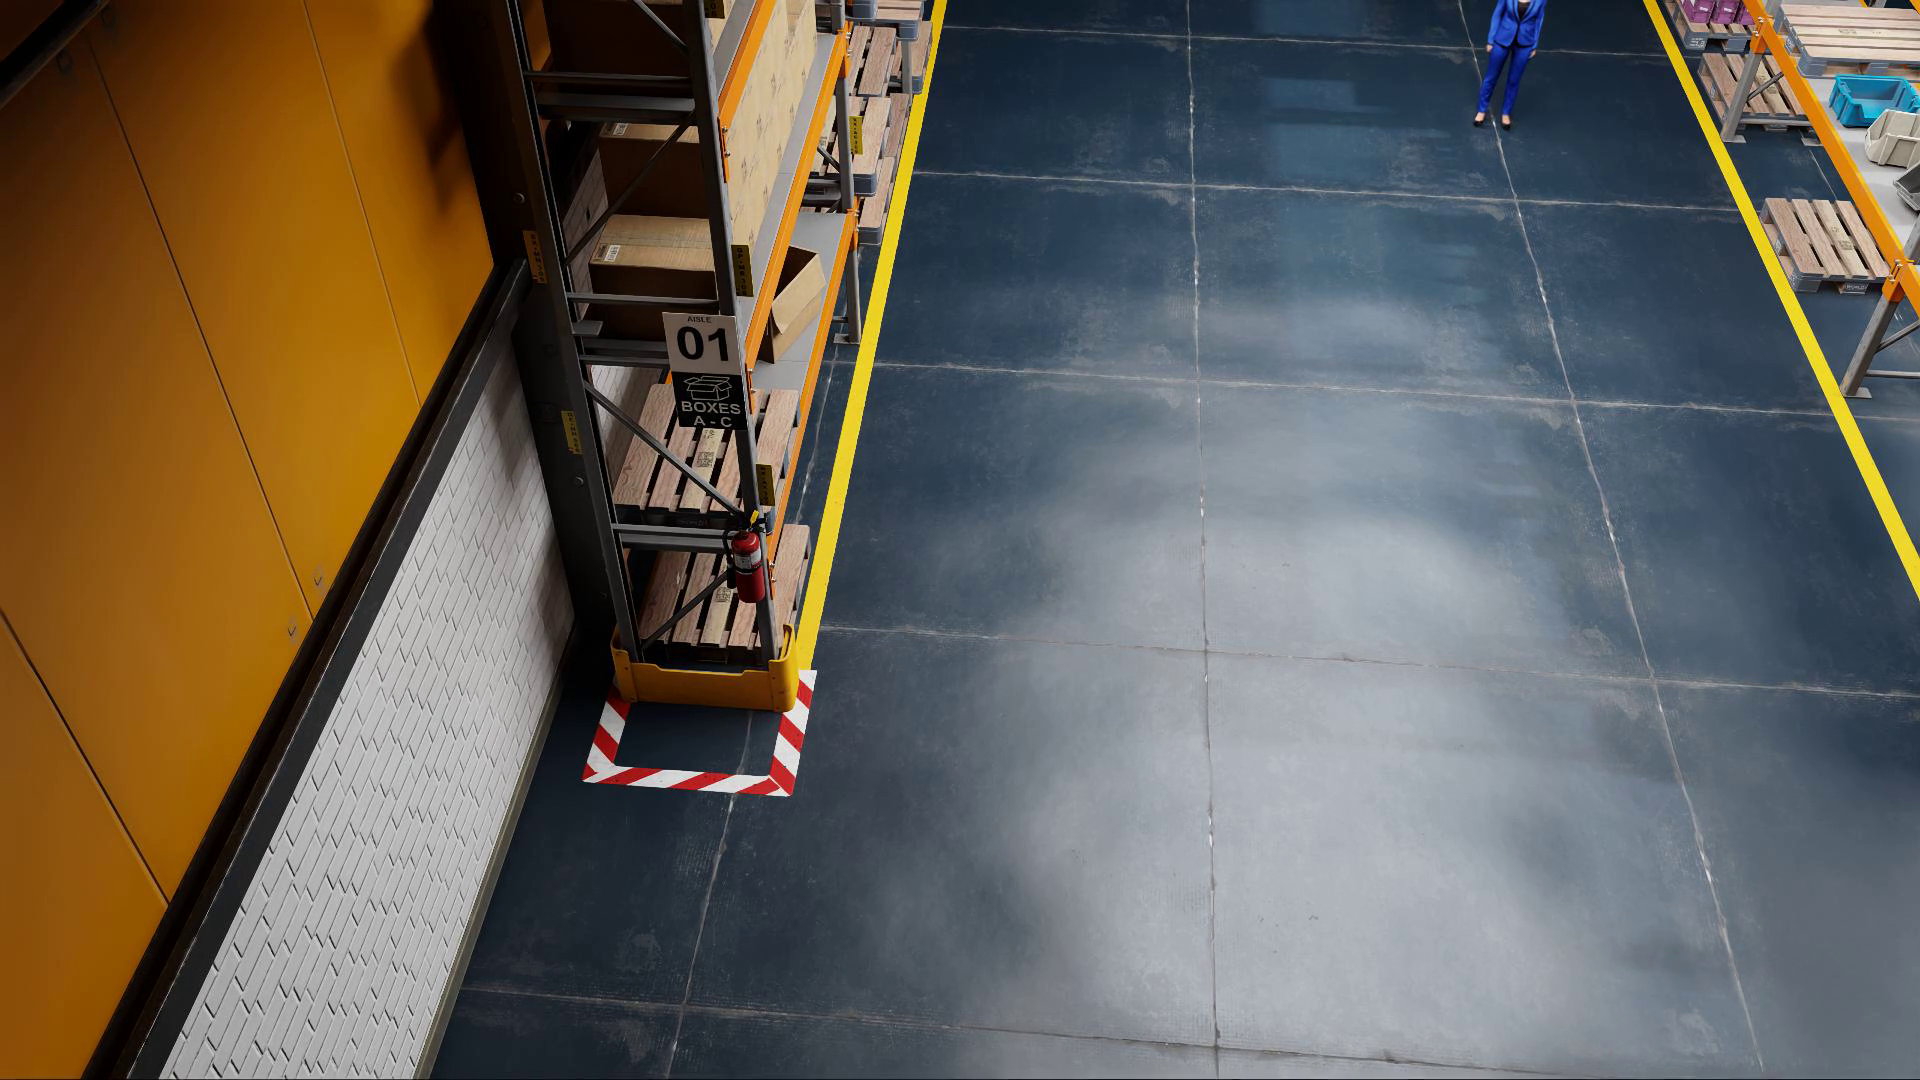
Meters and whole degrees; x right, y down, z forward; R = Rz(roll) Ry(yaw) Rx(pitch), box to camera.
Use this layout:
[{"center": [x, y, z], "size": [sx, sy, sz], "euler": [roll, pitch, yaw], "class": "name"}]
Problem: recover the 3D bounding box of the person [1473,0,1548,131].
[{"center": [5.317, -4.786, 15.995], "size": [0.652, 1.700, 0.580], "euler": [9, 44, 9], "class": "person"}]
